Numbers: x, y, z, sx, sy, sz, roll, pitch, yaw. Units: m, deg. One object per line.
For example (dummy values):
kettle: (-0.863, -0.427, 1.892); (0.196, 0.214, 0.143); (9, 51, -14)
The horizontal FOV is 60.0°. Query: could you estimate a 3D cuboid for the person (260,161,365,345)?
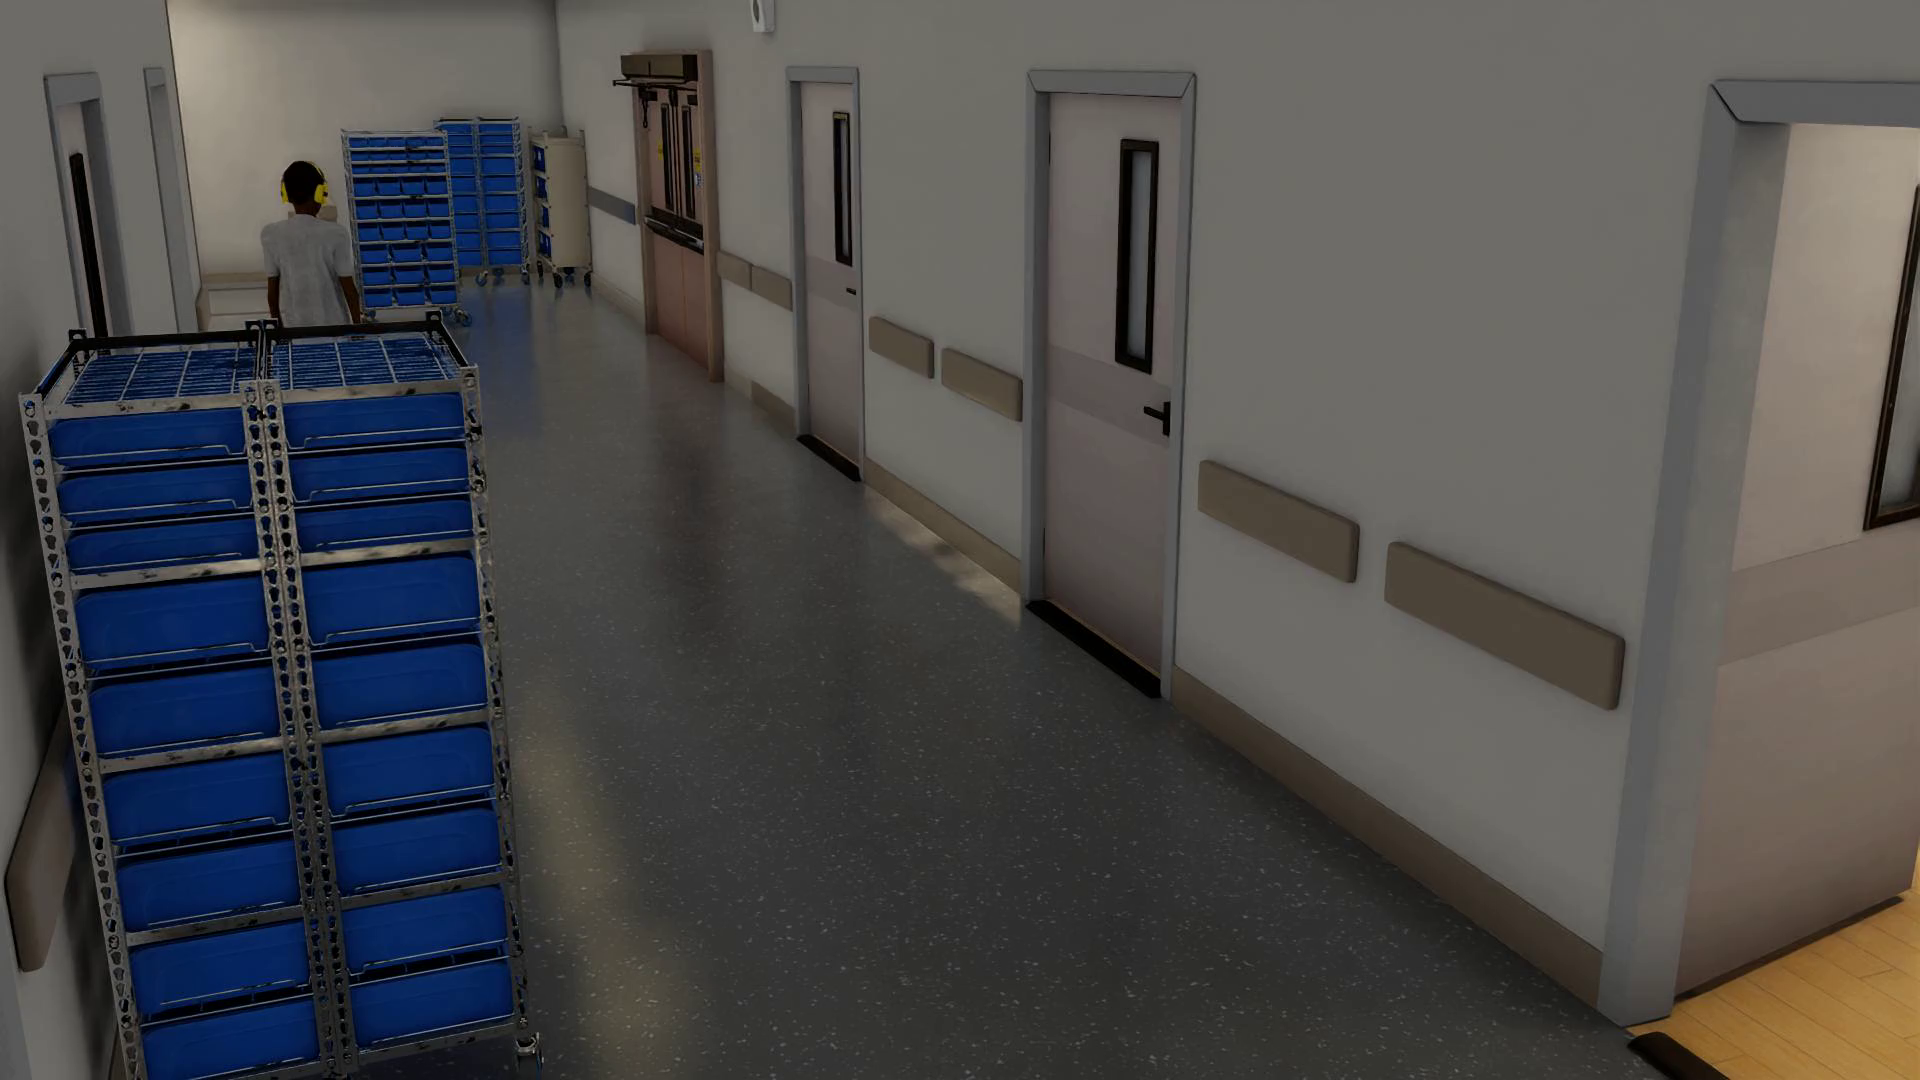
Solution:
person: (-3.418, -1.079, 8.910); (0.508, 1.865, 0.329); (1, 16, 3)
